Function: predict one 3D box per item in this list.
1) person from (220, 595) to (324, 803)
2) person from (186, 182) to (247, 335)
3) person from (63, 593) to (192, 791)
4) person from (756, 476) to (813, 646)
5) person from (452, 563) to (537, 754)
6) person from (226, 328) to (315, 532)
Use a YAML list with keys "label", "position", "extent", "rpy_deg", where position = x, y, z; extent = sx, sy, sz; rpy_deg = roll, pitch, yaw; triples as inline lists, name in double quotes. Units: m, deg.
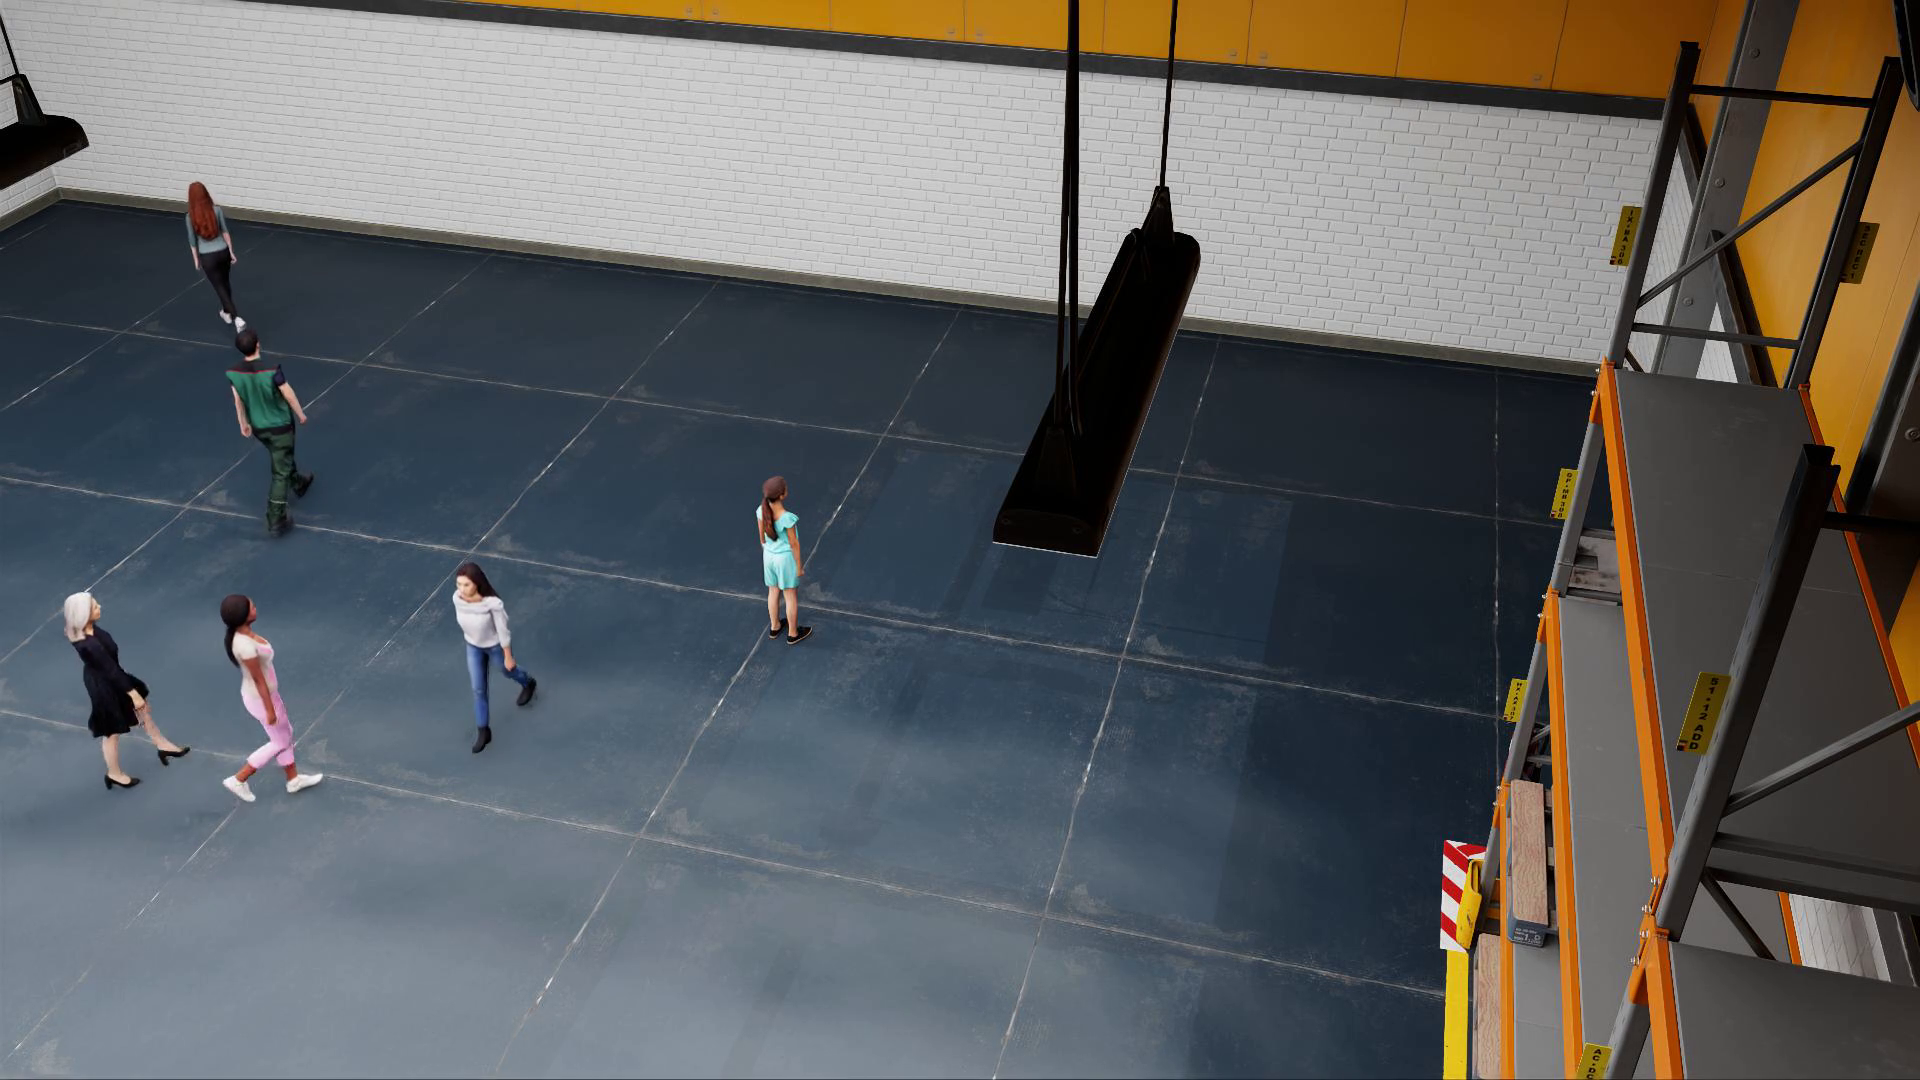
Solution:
- label: "person"
  position: [-5.095, 1.177, 11.928]
  extent: [0.994, 1.720, 0.923]
  rpy_deg: [-17, 37, -24]
- label: "person"
  position: [-8.179, -3.073, 18.324]
  extent: [1.105, 1.717, 1.067]
  rpy_deg: [-24, 41, -32]
- label: "person"
  position: [-6.216, 1.136, 11.980]
  extent: [0.998, 1.730, 0.906]
  rpy_deg: [-24, 41, -32]
- label: "person"
  position: [-1.466, 0.150, 13.619]
  extent: [0.606, 1.558, 0.613]
  rpy_deg: [18, 38, 25]
- label: "person"
  position: [-3.534, 0.783, 12.642]
  extent: [0.637, 1.586, 1.057]
  rpy_deg: [11, 35, 17]
- label: "person"
  position: [-6.248, -0.977, 15.041]
  extent: [0.727, 1.860, 1.240]
  rpy_deg: [6, 34, 8]
